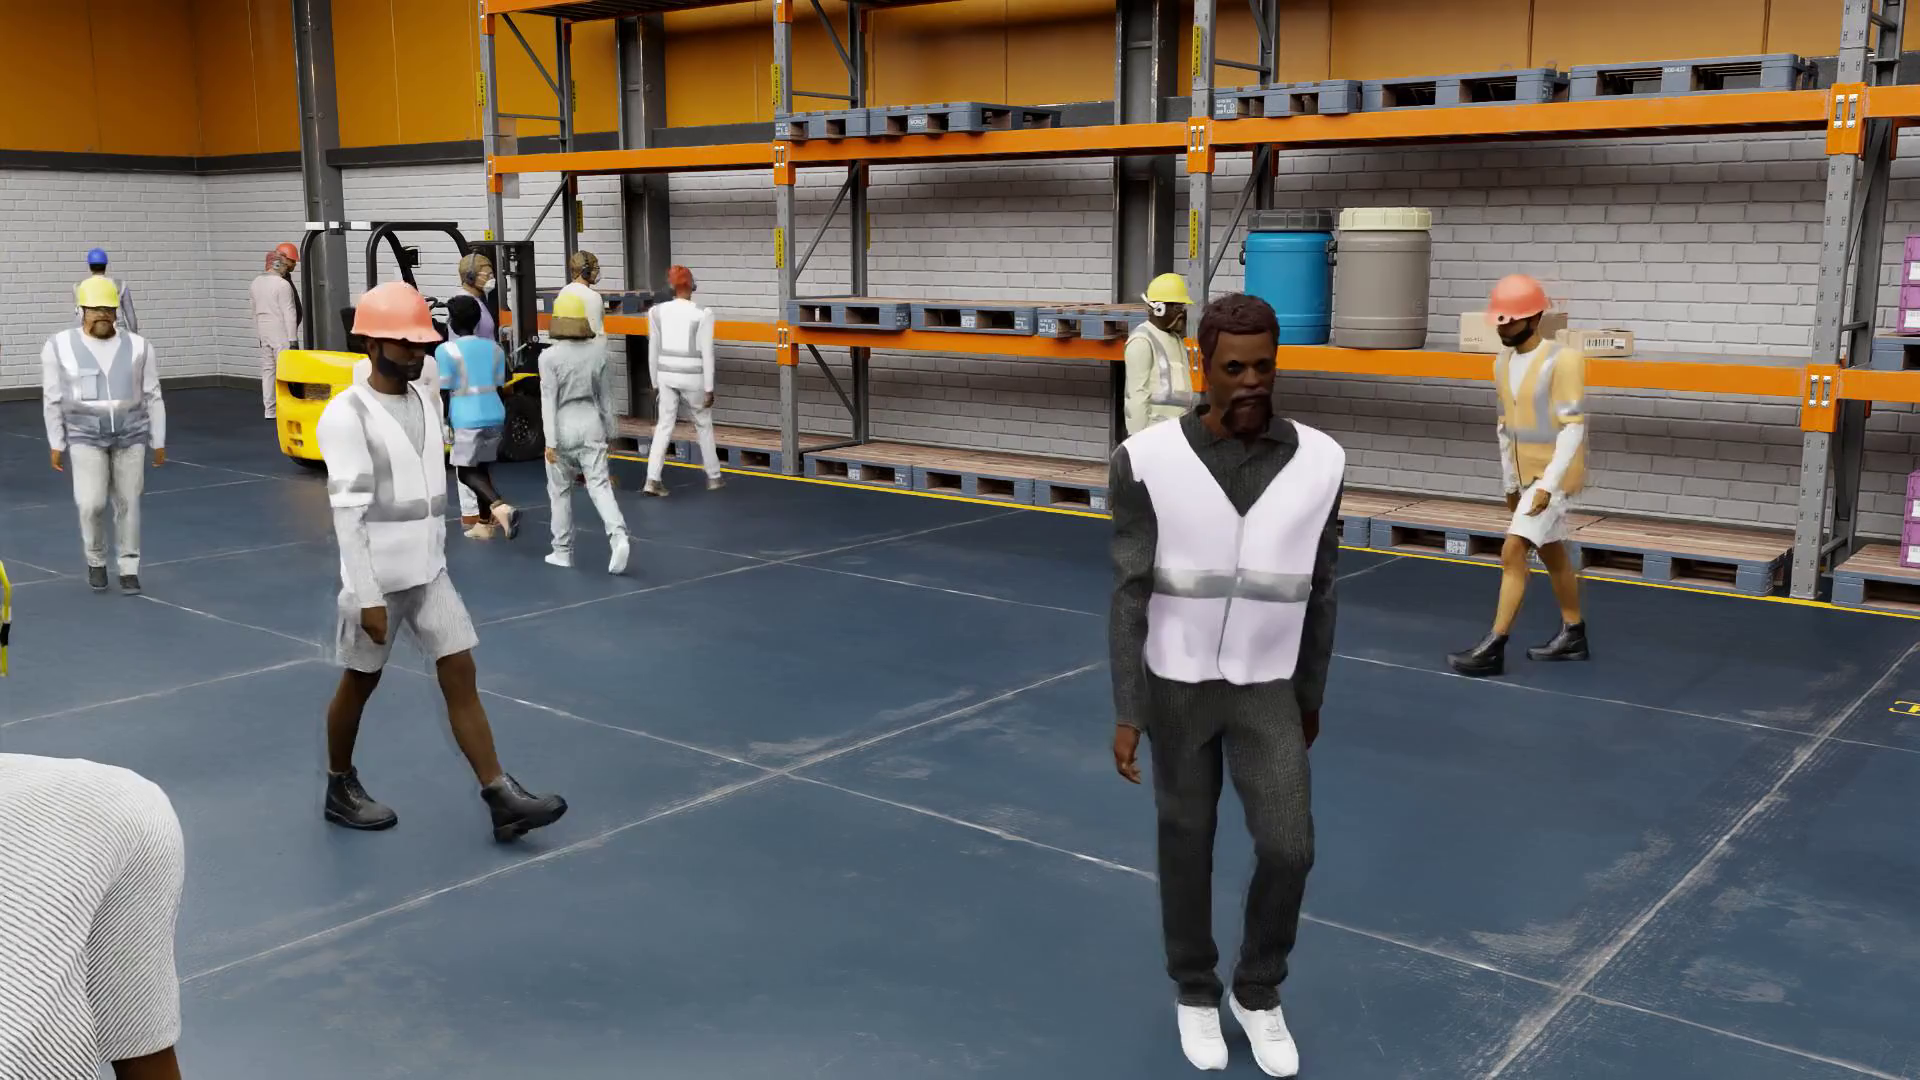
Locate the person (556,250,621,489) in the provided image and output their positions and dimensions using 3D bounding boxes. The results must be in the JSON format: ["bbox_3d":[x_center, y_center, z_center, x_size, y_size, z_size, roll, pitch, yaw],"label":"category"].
[{"bbox_3d":[-3.064,-1.390,13.614,0.357,1.938,0.637,-9,13,-40],"label":"person"}]

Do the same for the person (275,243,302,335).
[{"bbox_3d":[-7.724,-2.409,19.135,0.393,1.985,0.610,-3,11,-15],"label":"person"}]

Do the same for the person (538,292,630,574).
[{"bbox_3d":[-2.301,-0.647,10.124,0.493,1.712,0.815,-8,13,-39],"label":"person"}]

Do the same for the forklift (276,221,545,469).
[{"bbox_3d":[-4.922,-1.741,14.854,1.214,2.155,2.313,8,13,38],"label":"forklift"}]

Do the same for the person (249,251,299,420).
[{"bbox_3d":[-7.642,-2.286,18.687,0.652,1.899,0.403,7,12,32],"label":"person"}]

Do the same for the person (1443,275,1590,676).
[{"bbox_3d":[2.634,-0.283,7.715,0.969,1.853,0.559,-3,11,-14],"label":"person"}]

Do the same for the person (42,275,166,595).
[{"bbox_3d":[-4.837,-0.582,9.451,0.617,1.821,0.426,-8,13,-37],"label":"person"}]

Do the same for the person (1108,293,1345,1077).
[{"bbox_3d":[0.637,0.369,3.980,0.593,1.896,0.525,-1,10,-4],"label":"person"}]

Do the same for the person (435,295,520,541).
[{"bbox_3d":[-3.142,-0.775,10.966,0.661,1.677,0.535,7,13,36],"label":"person"}]

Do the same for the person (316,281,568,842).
[{"bbox_3d":[-1.819,0.098,5.517,0.998,1.879,0.573,5,11,24],"label":"person"}]

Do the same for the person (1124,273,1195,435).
[{"bbox_3d":[1.192,-0.662,9.909,0.403,1.827,0.607,6,12,31],"label":"person"}]

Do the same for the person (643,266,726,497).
[{"bbox_3d":[-2.227,-1.263,13.265,0.589,1.835,0.939,3,11,14],"label":"person"}]

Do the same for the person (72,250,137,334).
[{"bbox_3d":[-9.754,-2.352,19.042,0.613,1.906,0.856,-3,11,-15],"label":"person"}]

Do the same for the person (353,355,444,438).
[{"bbox_3d":[-3.399,-0.577,10.004,0.519,1.610,0.623,-7,12,-33],"label":"person"}]

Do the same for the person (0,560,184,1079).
[{"bbox_3d":[-0.933,0.832,1.518,0.516,1.865,0.329,-5,11,-27],"label":"person"}]

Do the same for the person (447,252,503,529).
[{"bbox_3d":[-3.420,-1.049,11.730,0.353,1.936,0.635,-3,11,-14],"label":"person"}]
